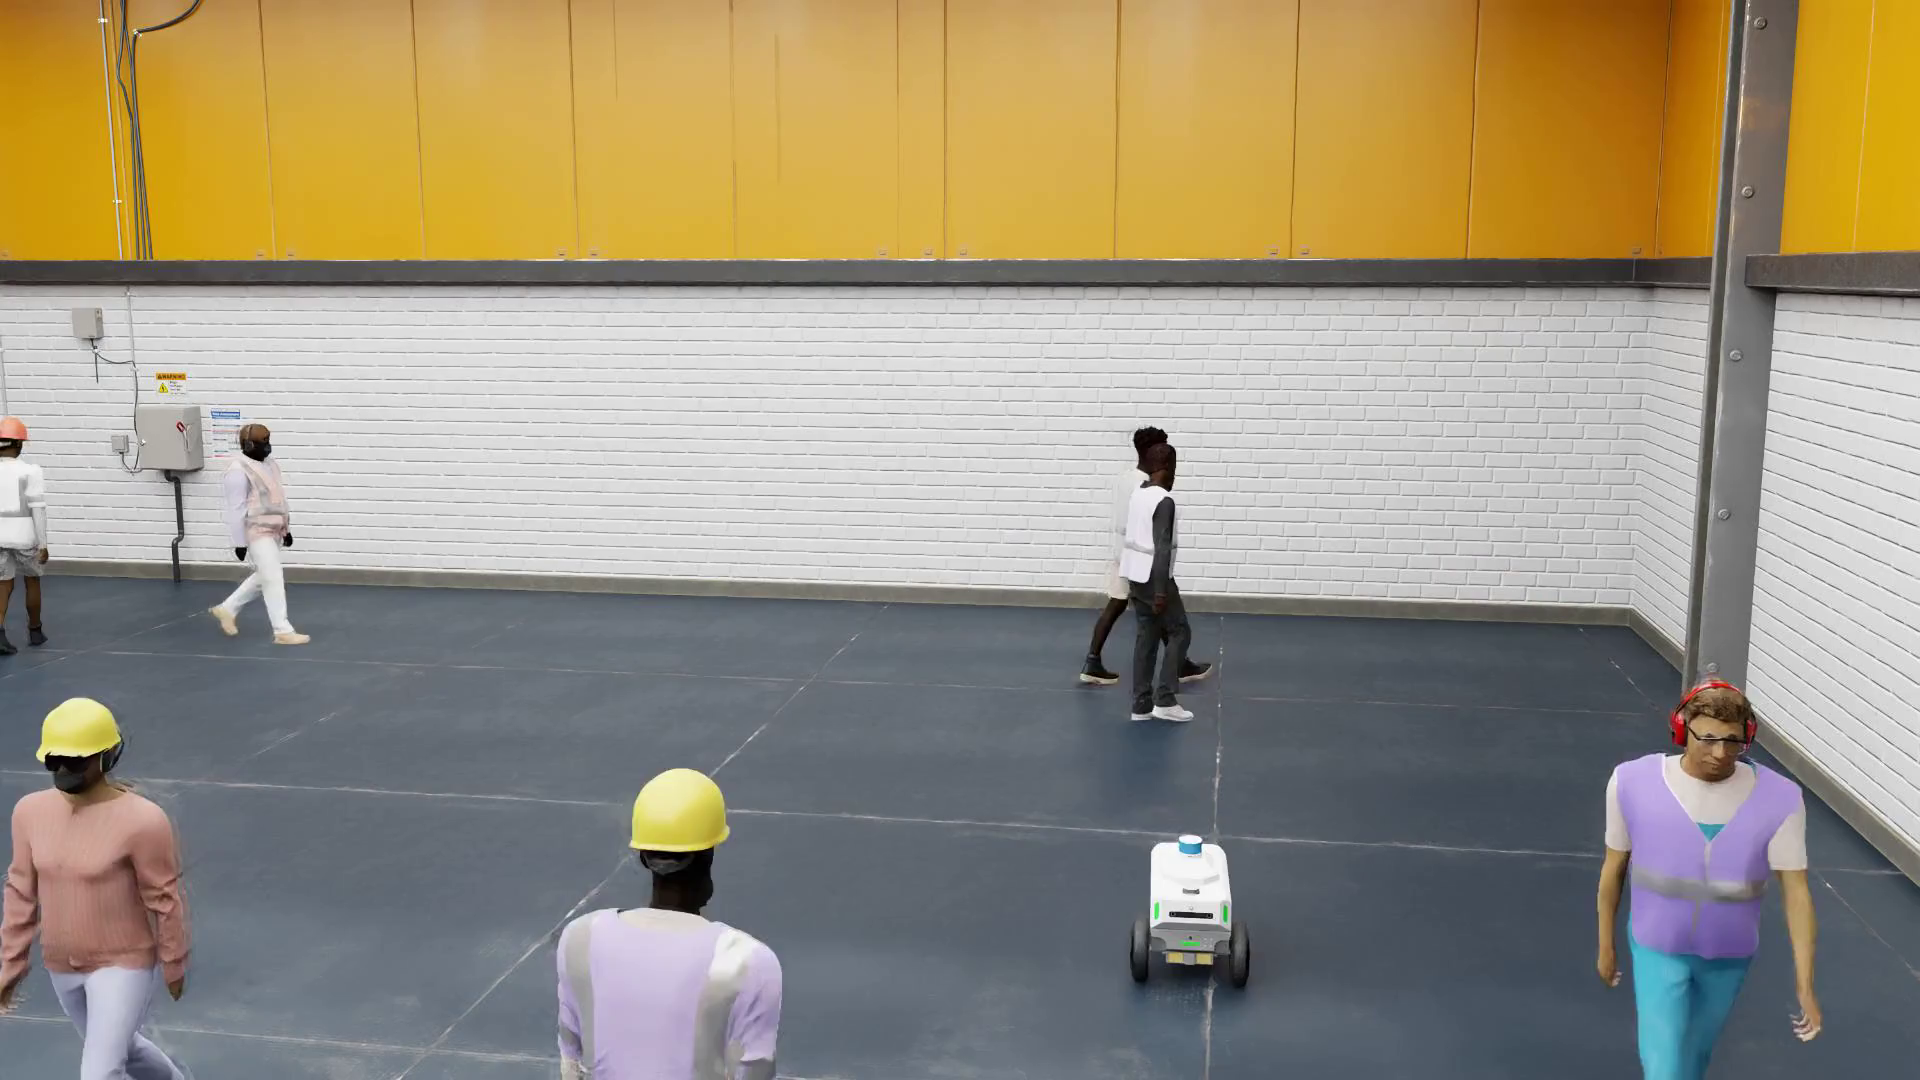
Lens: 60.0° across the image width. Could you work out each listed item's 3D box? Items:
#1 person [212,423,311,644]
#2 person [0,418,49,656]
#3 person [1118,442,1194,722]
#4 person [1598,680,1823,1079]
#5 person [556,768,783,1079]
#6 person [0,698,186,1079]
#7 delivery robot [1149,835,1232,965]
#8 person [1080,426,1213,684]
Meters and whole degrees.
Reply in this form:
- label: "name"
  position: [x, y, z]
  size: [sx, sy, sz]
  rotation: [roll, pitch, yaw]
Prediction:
- label: "person"
  position: [-5.737, -0.053, 13.531]
  size: [0.801, 1.815, 0.632]
  rotation: [0, 9, 1]
- label: "person"
  position: [-7.514, -0.031, 13.209]
  size: [0.585, 1.878, 0.788]
  rotation: [-1, 9, -9]
- label: "person"
  position: [1.358, 0.289, 11.226]
  size: [0.558, 1.881, 0.646]
  rotation: [-3, 10, -19]
- label: "person"
  position: [2.313, 1.311, 5.178]
  size: [0.602, 1.780, 0.973]
  rotation: [2, 9, 12]
- label: "person"
  position: [-0.709, 1.482, 3.913]
  size: [0.599, 1.878, 1.006]
  rotation: [2, 10, 15]
- label: "person"
  position: [-2.726, 1.322, 5.350]
  size: [0.519, 1.735, 0.896]
  rotation: [2, 9, 12]
- label: "delivery robot"
  position: [1.005, 1.539, 7.285]
  size: [0.477, 0.478, 0.707]
  rotation: [1, 9, 7]
- label: "person"
  position: [1.337, 0.120, 12.156]
  size: [1.007, 1.918, 0.623]
  rotation: [-3, 10, -17]
